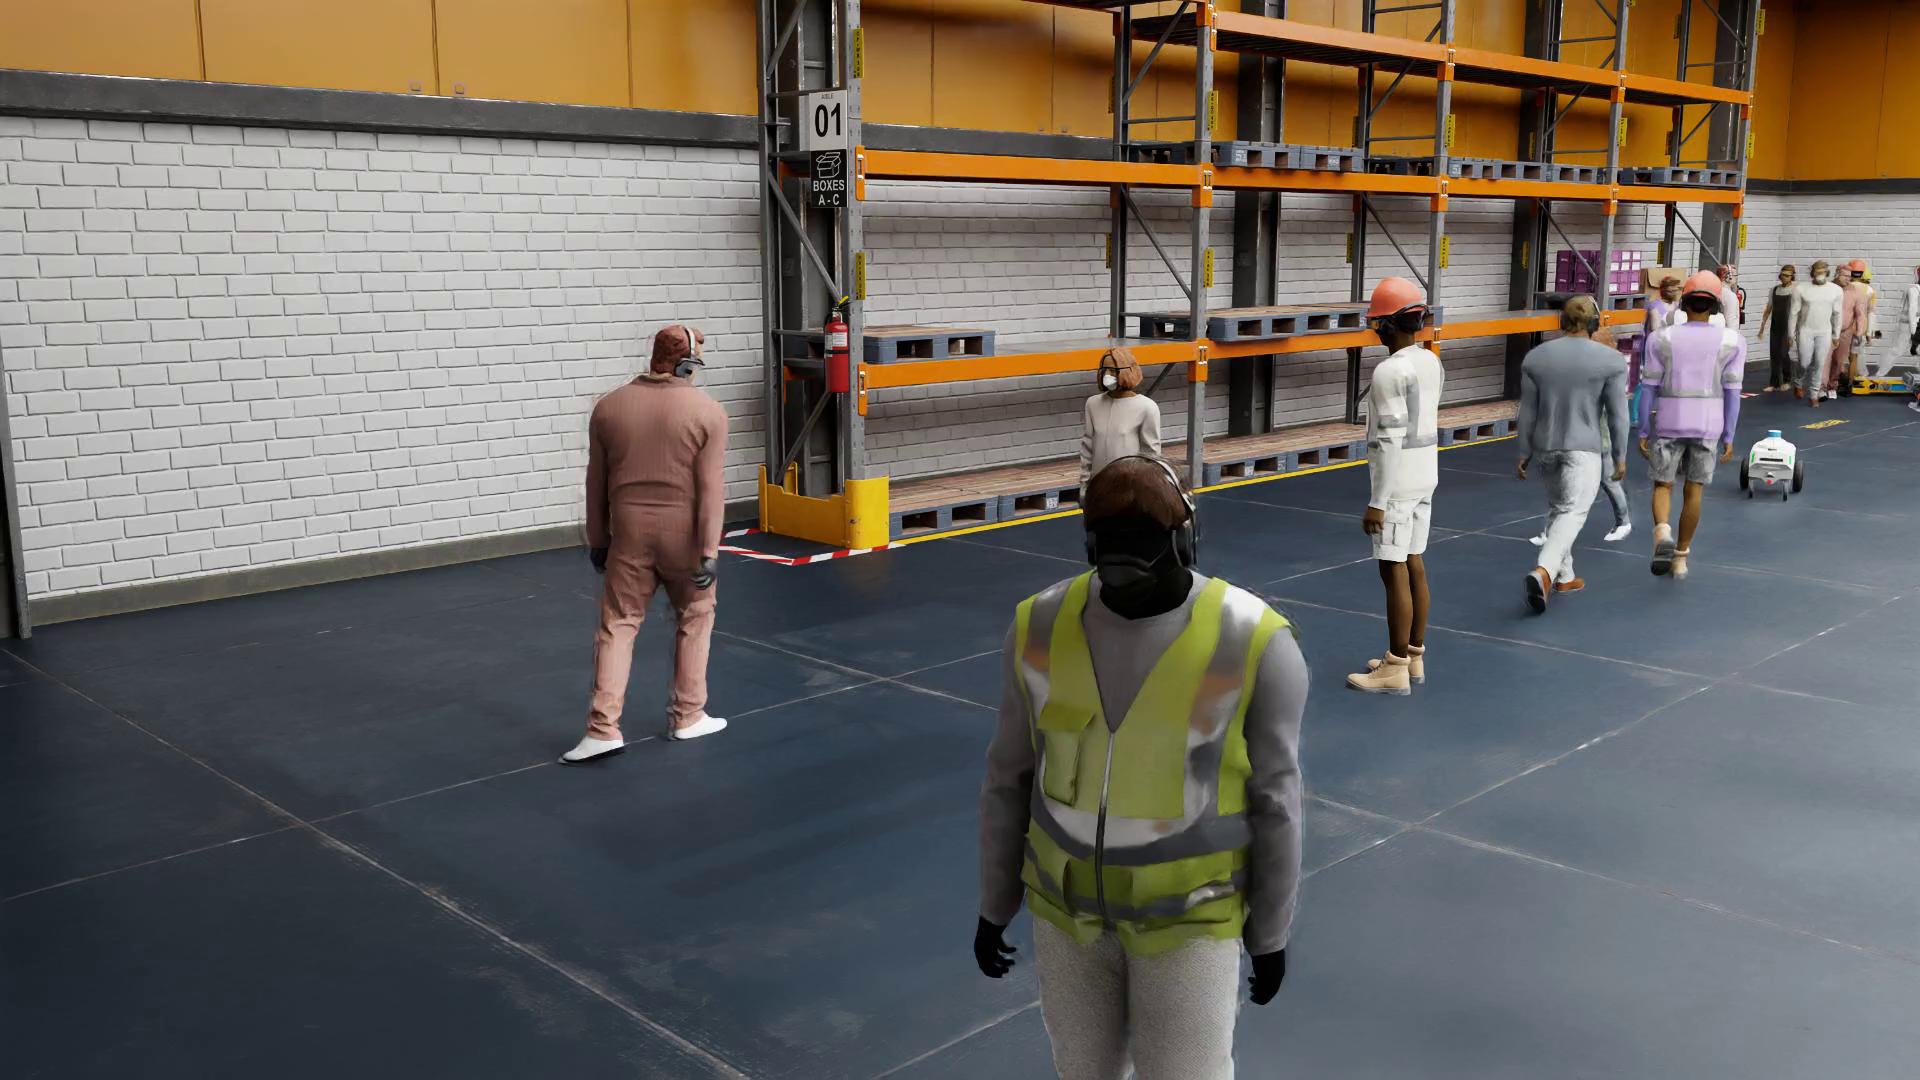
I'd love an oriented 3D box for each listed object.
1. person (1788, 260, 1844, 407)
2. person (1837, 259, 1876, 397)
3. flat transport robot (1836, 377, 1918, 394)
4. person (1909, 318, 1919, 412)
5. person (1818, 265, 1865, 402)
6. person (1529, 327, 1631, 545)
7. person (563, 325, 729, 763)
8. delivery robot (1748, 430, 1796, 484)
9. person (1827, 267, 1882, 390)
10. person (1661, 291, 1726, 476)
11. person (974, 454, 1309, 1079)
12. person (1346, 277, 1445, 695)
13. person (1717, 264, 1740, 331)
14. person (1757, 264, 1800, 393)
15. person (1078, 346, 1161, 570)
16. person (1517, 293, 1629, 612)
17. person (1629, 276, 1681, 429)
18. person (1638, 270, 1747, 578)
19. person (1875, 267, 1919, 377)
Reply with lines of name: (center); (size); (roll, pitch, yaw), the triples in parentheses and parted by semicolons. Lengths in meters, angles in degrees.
person: (11.228, -2.715, 21.873); (0.644, 1.922, 0.530); (3, 11, 14)
person: (12.276, -2.904, 22.904); (0.552, 1.919, 0.605); (3, 11, 14)
flat transport robot: (13.247, -2.181, 23.466); (1.431, 0.197, 0.652); (2, 11, 9)
person: (12.086, -2.472, 20.640); (0.625, 1.880, 0.910); (-2, 11, -13)
person: (11.877, -2.796, 22.547); (0.660, 1.842, 1.034); (4, 11, 20)
person: (4.602, -0.754, 12.088); (0.865, 1.588, 0.518); (-4, 11, -23)
person: (-1.337, 0.018, 7.175); (0.685, 1.868, 0.719); (2, 11, 9)
delivery robot: (7.034, -0.707, 14.395); (0.477, 0.478, 0.707); (5, 12, 27)
person: (12.923, -3.020, 23.912); (0.601, 1.779, 0.940); (-9, 14, -41)
person: (6.794, -1.515, 15.520); (0.583, 1.862, 0.820); (8, 13, 37)
person: (0.343, 0.736, 3.312); (0.639, 1.828, 0.441); (5, 12, 27)
person: (2.127, -0.258, 8.157); (0.394, 2.040, 0.608); (8, 13, 36)
person: (9.116, -2.349, 19.948); (0.397, 1.900, 0.646); (-1, 10, -6)
person: (11.670, -2.998, 23.675); (0.406, 1.832, 0.565); (-6, 12, -29)
person: (0.877, -0.263, 9.288); (0.505, 1.633, 0.279); (8, 13, 37)
person: (3.651, -0.533, 10.050); (0.639, 1.904, 0.965); (9, 14, 42)
person: (8.005, -2.107, 18.950); (0.617, 1.777, 0.829); (-7, 13, -34)
person: (4.690, -0.716, 10.706); (0.605, 2.023, 0.662); (5, 11, 23)
person: (13.752, -3.055, 24.035); (0.585, 1.829, 1.019); (-8, 13, -38)
